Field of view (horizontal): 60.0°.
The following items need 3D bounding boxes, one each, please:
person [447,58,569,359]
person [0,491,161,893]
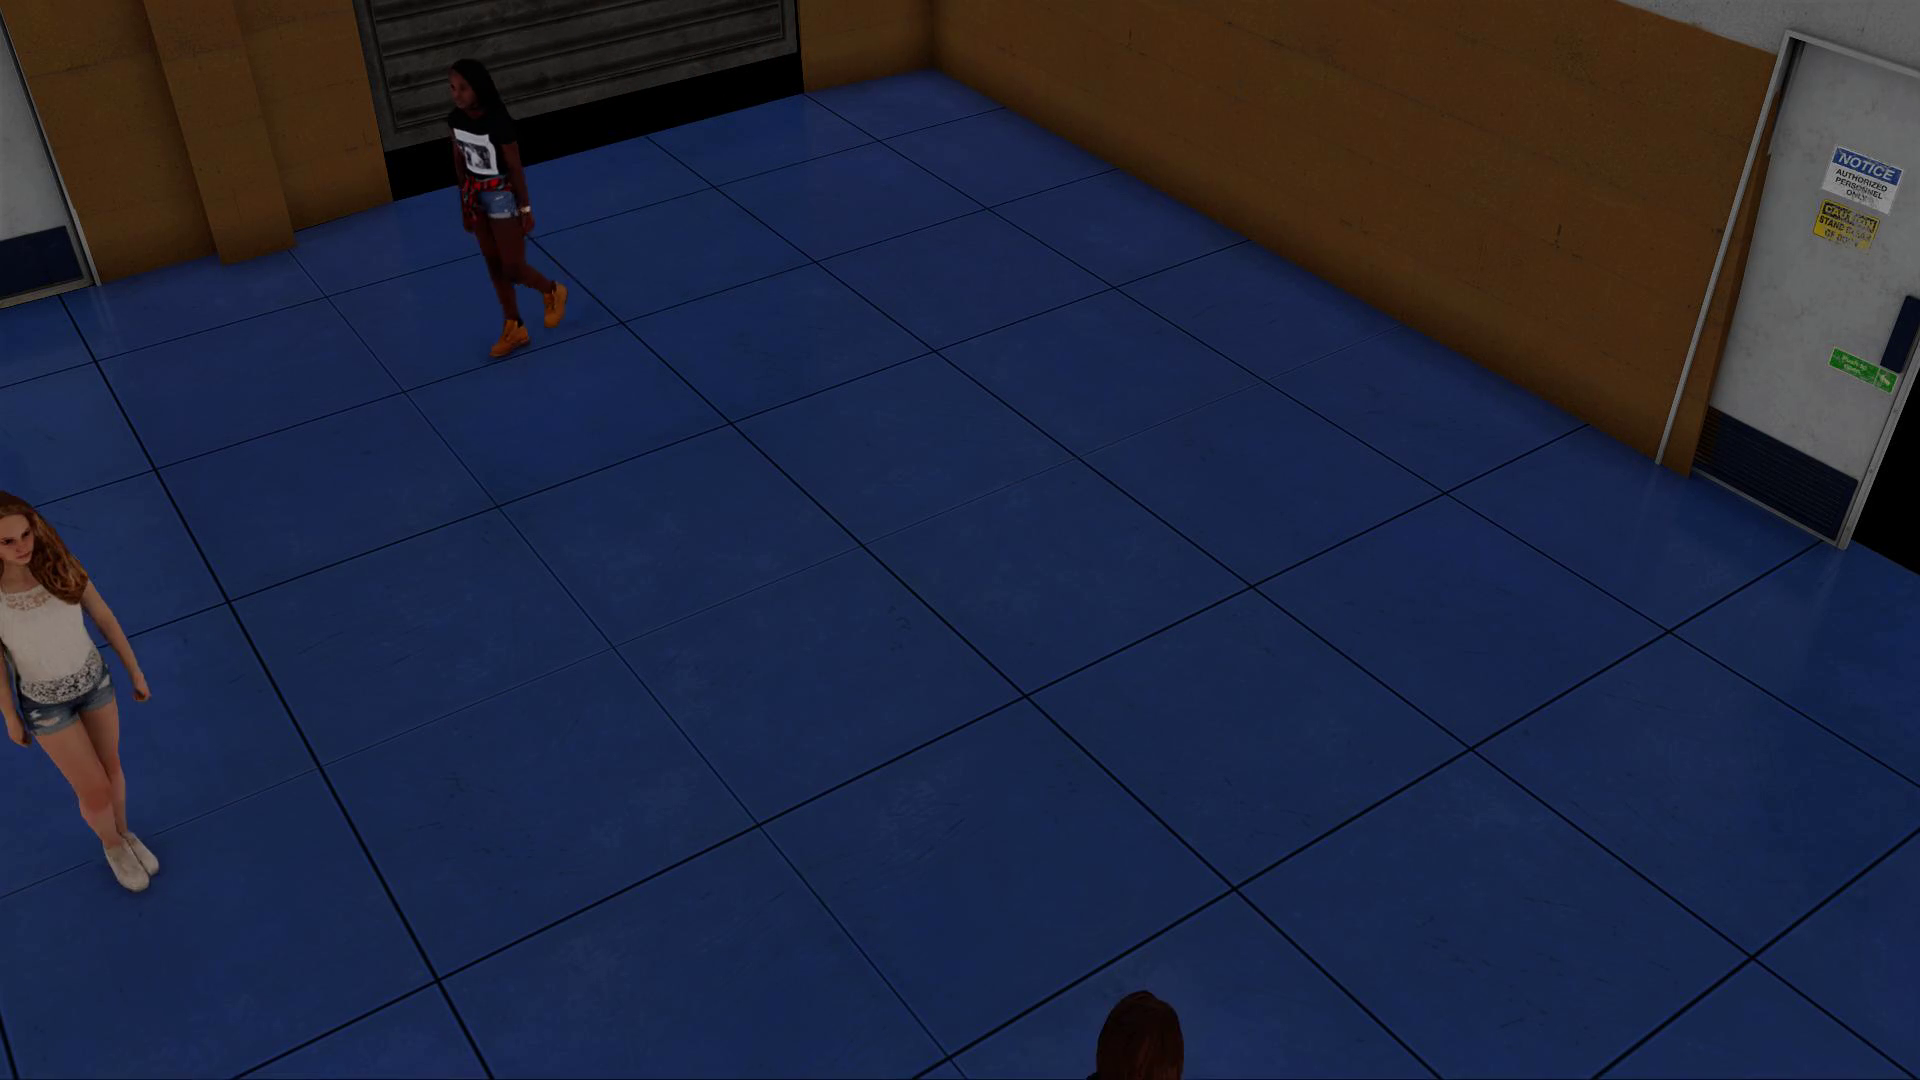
[{"bbox_3d":[-2.494,-1.849,9.184,0.787,1.713,0.895,19,41,24],"label":"person"},{"bbox_3d":[-3.256,0.534,5.978,0.749,1.750,0.640,23,43,27],"label":"person"}]
